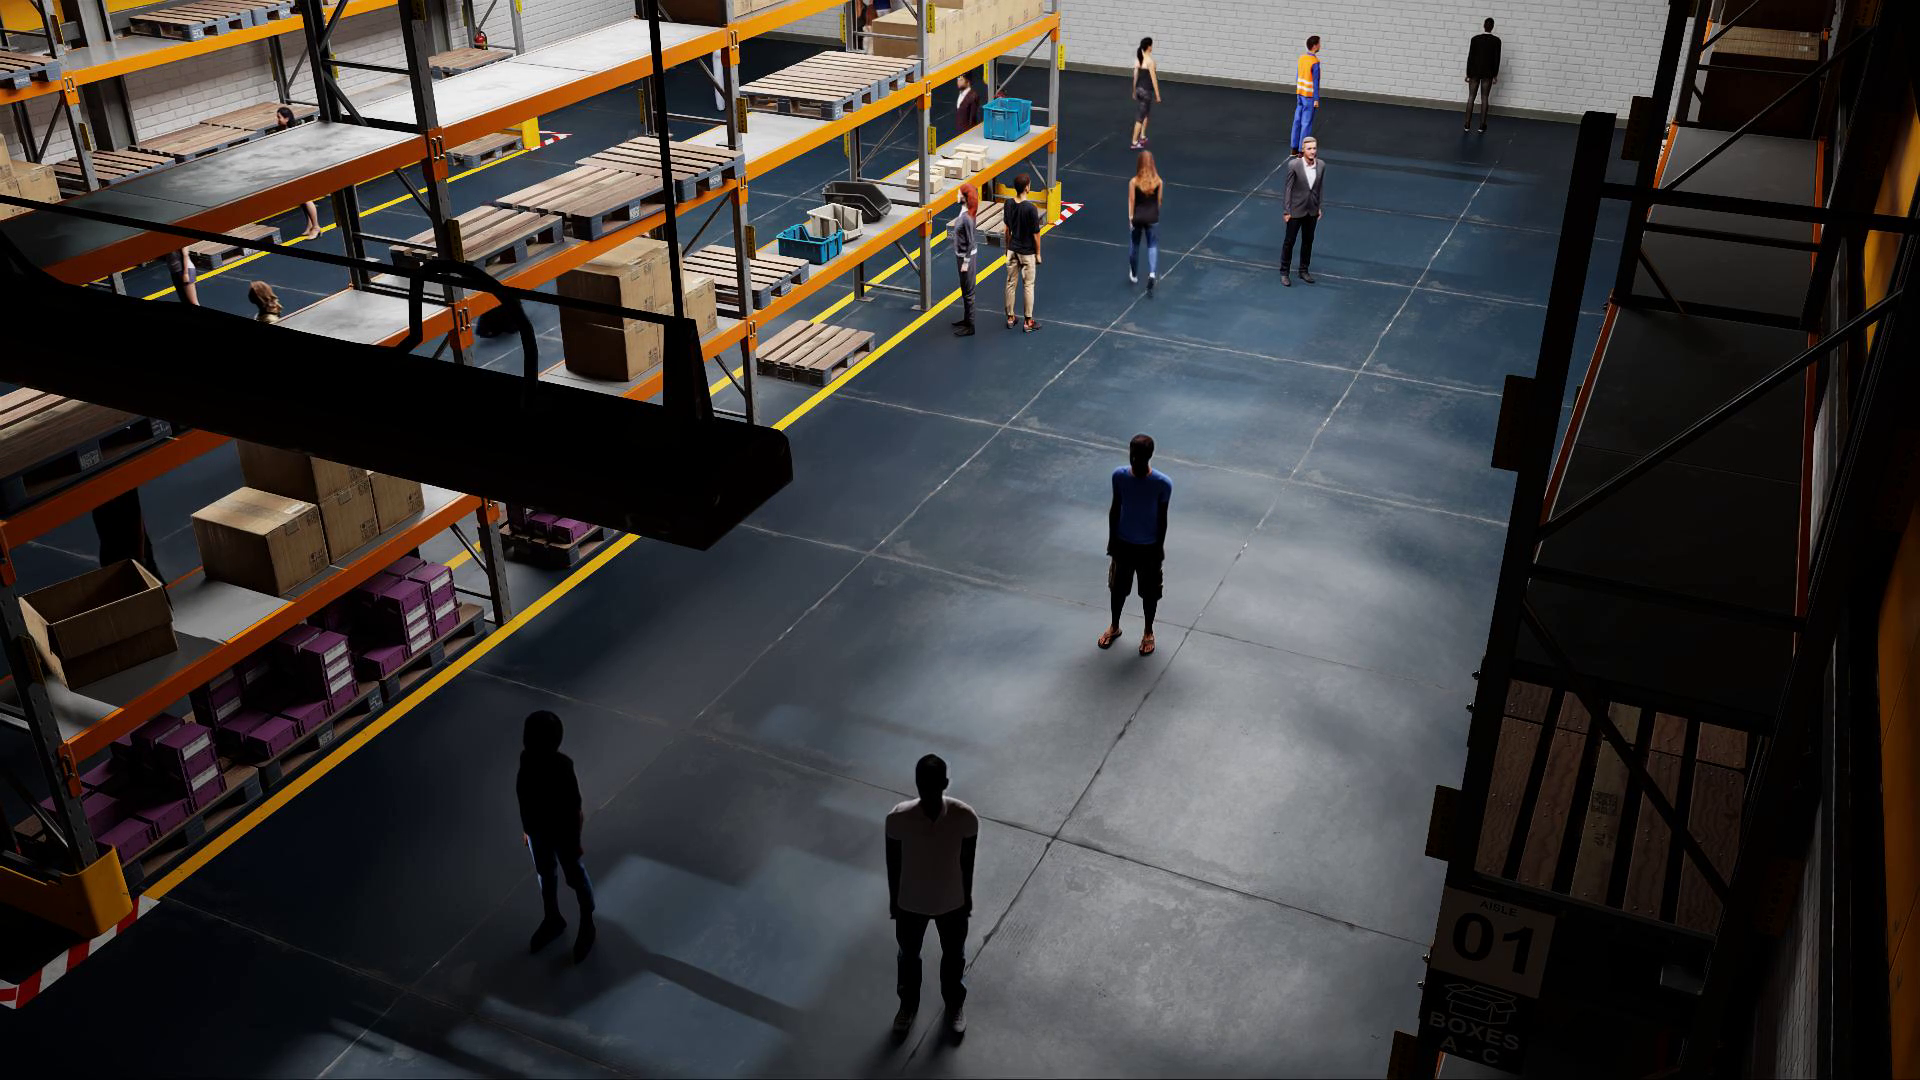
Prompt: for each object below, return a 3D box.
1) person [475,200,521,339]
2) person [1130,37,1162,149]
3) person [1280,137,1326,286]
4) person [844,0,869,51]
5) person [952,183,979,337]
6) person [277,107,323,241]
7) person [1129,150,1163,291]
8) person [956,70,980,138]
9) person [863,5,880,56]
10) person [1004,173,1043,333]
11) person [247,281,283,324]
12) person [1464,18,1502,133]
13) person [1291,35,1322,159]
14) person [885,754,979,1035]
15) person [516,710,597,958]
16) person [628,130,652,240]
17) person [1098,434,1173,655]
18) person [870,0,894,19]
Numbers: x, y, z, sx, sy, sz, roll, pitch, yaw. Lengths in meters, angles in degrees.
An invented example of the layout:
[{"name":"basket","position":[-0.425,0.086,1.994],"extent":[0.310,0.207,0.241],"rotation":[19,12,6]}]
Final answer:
[{"name":"person","position":[-5.286,-3.167,19.196],"extent":[0.796,1.611,1.073],"rotation":[5,29,8]},{"name":"person","position":[2.815,-6.994,26.100],"extent":[0.814,1.718,0.747],"rotation":[-15,32,-26]},{"name":"person","position":[4.265,-4.116,20.694],"extent":[0.794,1.842,0.849],"rotation":[-9,30,-17]},{"name":"person","position":[-1.872,-9.119,30.003],"extent":[0.661,1.712,0.612],"rotation":[5,29,8]},{"name":"person","position":[0.073,-3.243,19.158],"extent":[0.714,1.780,0.611],"rotation":[-3,29,-6]},{"name":"person","position":[-8.841,-4.896,22.201],"extent":[0.799,1.769,0.775],"rotation":[-18,34,-30]},{"name":"person","position":[2.286,-3.904,20.455],"extent":[0.831,1.699,1.040],"rotation":[-1,29,-1]},{"name":"person","position":[0.170,-5.801,23.772],"extent":[0.884,1.853,0.838],"rotation":[-12,31,-21]},{"name":"person","position":[-1.462,-8.241,28.394],"extent":[0.644,1.711,0.751],"rotation":[-18,33,-29]},{"name":"person","position":[0.713,-3.333,19.242],"extent":[0.663,1.859,0.574],"rotation":[18,34,30]},{"name":"person","position":[-6.763,-1.742,16.469],"extent":[0.719,1.722,0.710],"rotation":[-17,33,-28]},{"name":"person","position":[8.502,-7.589,27.106],"extent":[0.680,1.800,0.561],"rotation":[10,30,17]},{"name":"person","position":[5.361,-6.841,25.668],"extent":[0.840,1.863,0.786],"rotation":[-11,30,-19]},{"name":"person","position":[-0.160,2.006,9.447],"extent":[0.752,1.866,0.714],"rotation":[0,29,1]},{"name":"person","position":[-2.456,1.759,10.071],"extent":[0.578,1.702,0.557],"rotation":[9,30,17]},{"name":"person","position":[-4.202,-4.612,21.909],"extent":[0.672,1.550,0.732],"rotation":[1,29,2]},{"name":"person","position":[1.401,0.007,13.116],"extent":[0.663,1.862,0.564],"rotation":[10,30,18]},{"name":"person","position":[-1.502,-10.101,31.671],"extent":[0.709,1.839,0.781],"rotation":[-12,31,-20]}]
